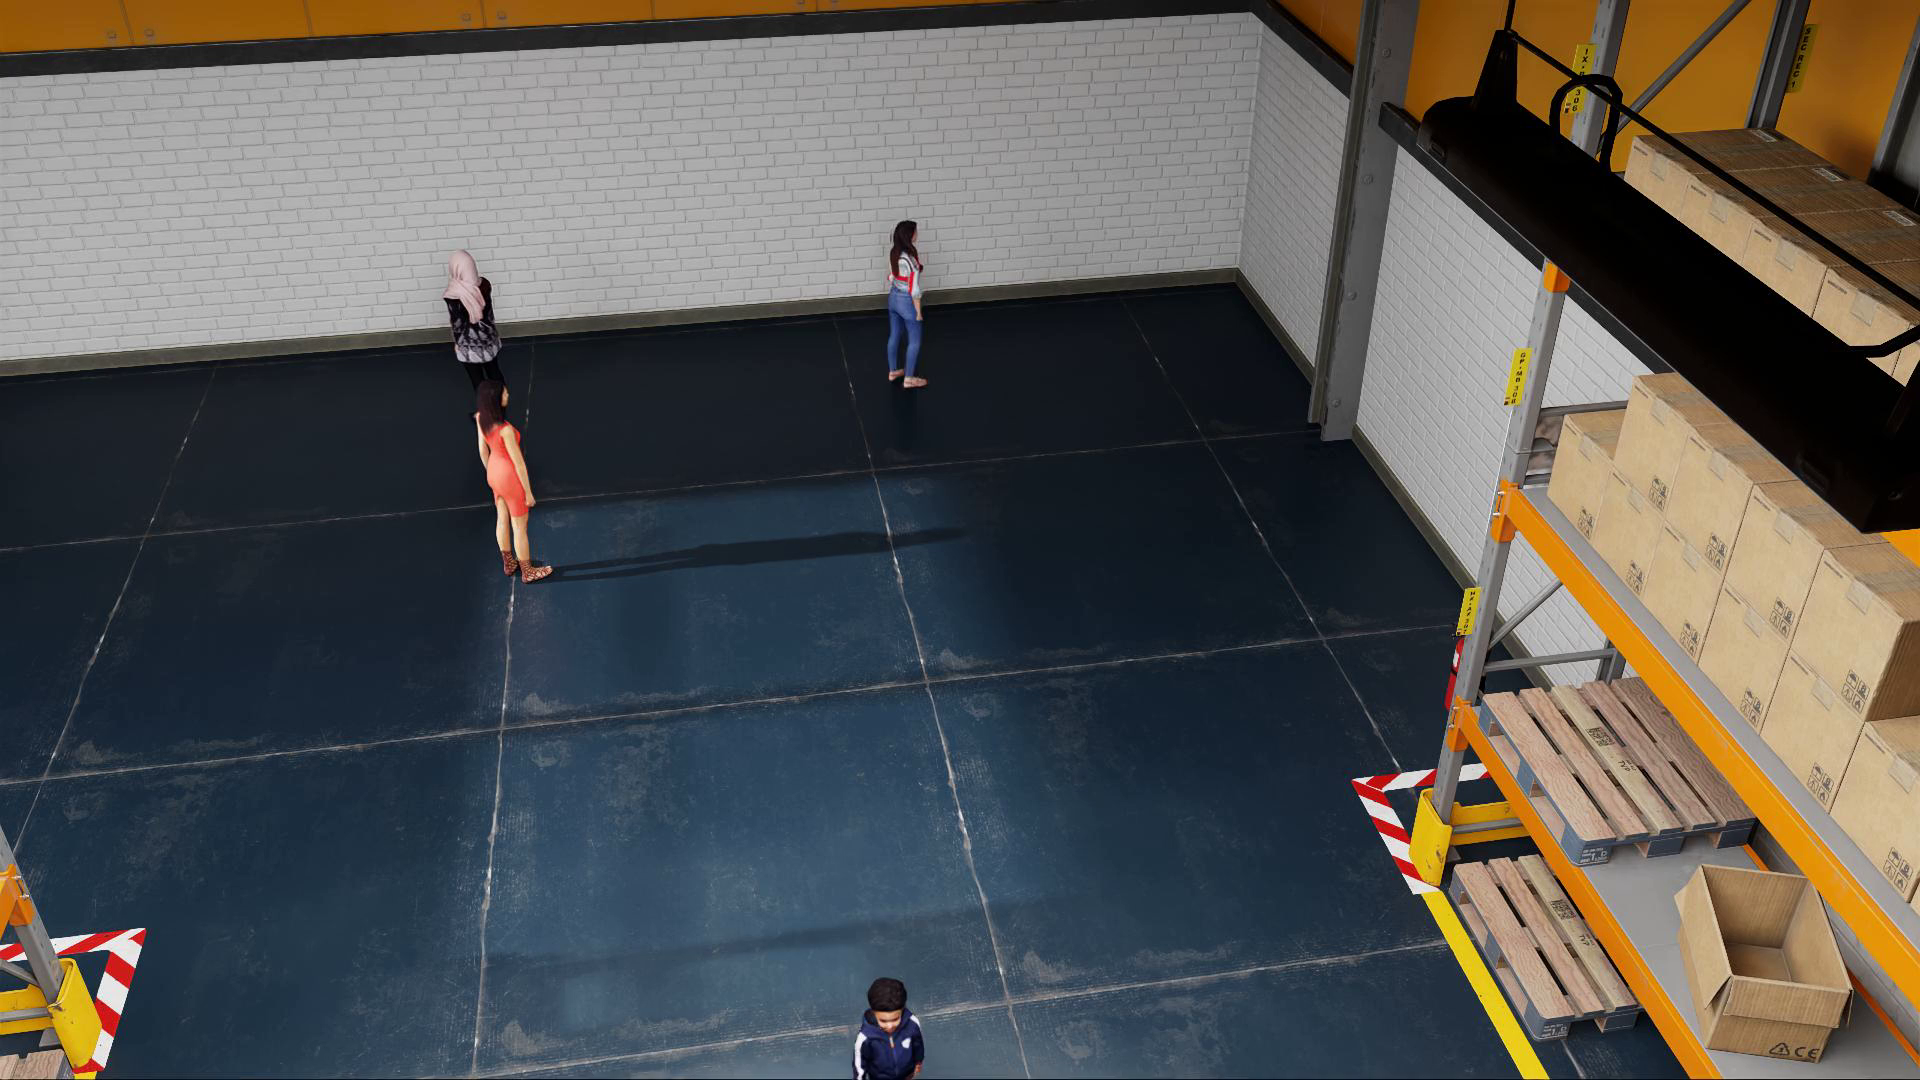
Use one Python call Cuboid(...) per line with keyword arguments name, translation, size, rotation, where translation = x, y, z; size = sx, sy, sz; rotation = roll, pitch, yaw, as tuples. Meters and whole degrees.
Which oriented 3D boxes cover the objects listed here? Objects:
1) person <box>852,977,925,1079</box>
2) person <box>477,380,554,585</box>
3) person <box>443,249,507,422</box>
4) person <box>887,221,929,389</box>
Cuboid(name="person", translation=(-0.360, 2.647, 8.488), size=(0.528, 1.200, 0.739), rotation=(-6, 34, -9))
Cuboid(name="person", translation=(-3.452, -0.450, 12.679), size=(0.651, 1.719, 0.722), rotation=(23, 40, 31))
Cuboid(name="person", translation=(-4.315, -1.820, 14.815), size=(0.816, 1.637, 0.750), rotation=(19, 38, 26))
Cuboid(name="person", translation=(-0.512, -2.198, 15.408), size=(0.750, 1.609, 0.620), rotation=(-26, 42, -33))
